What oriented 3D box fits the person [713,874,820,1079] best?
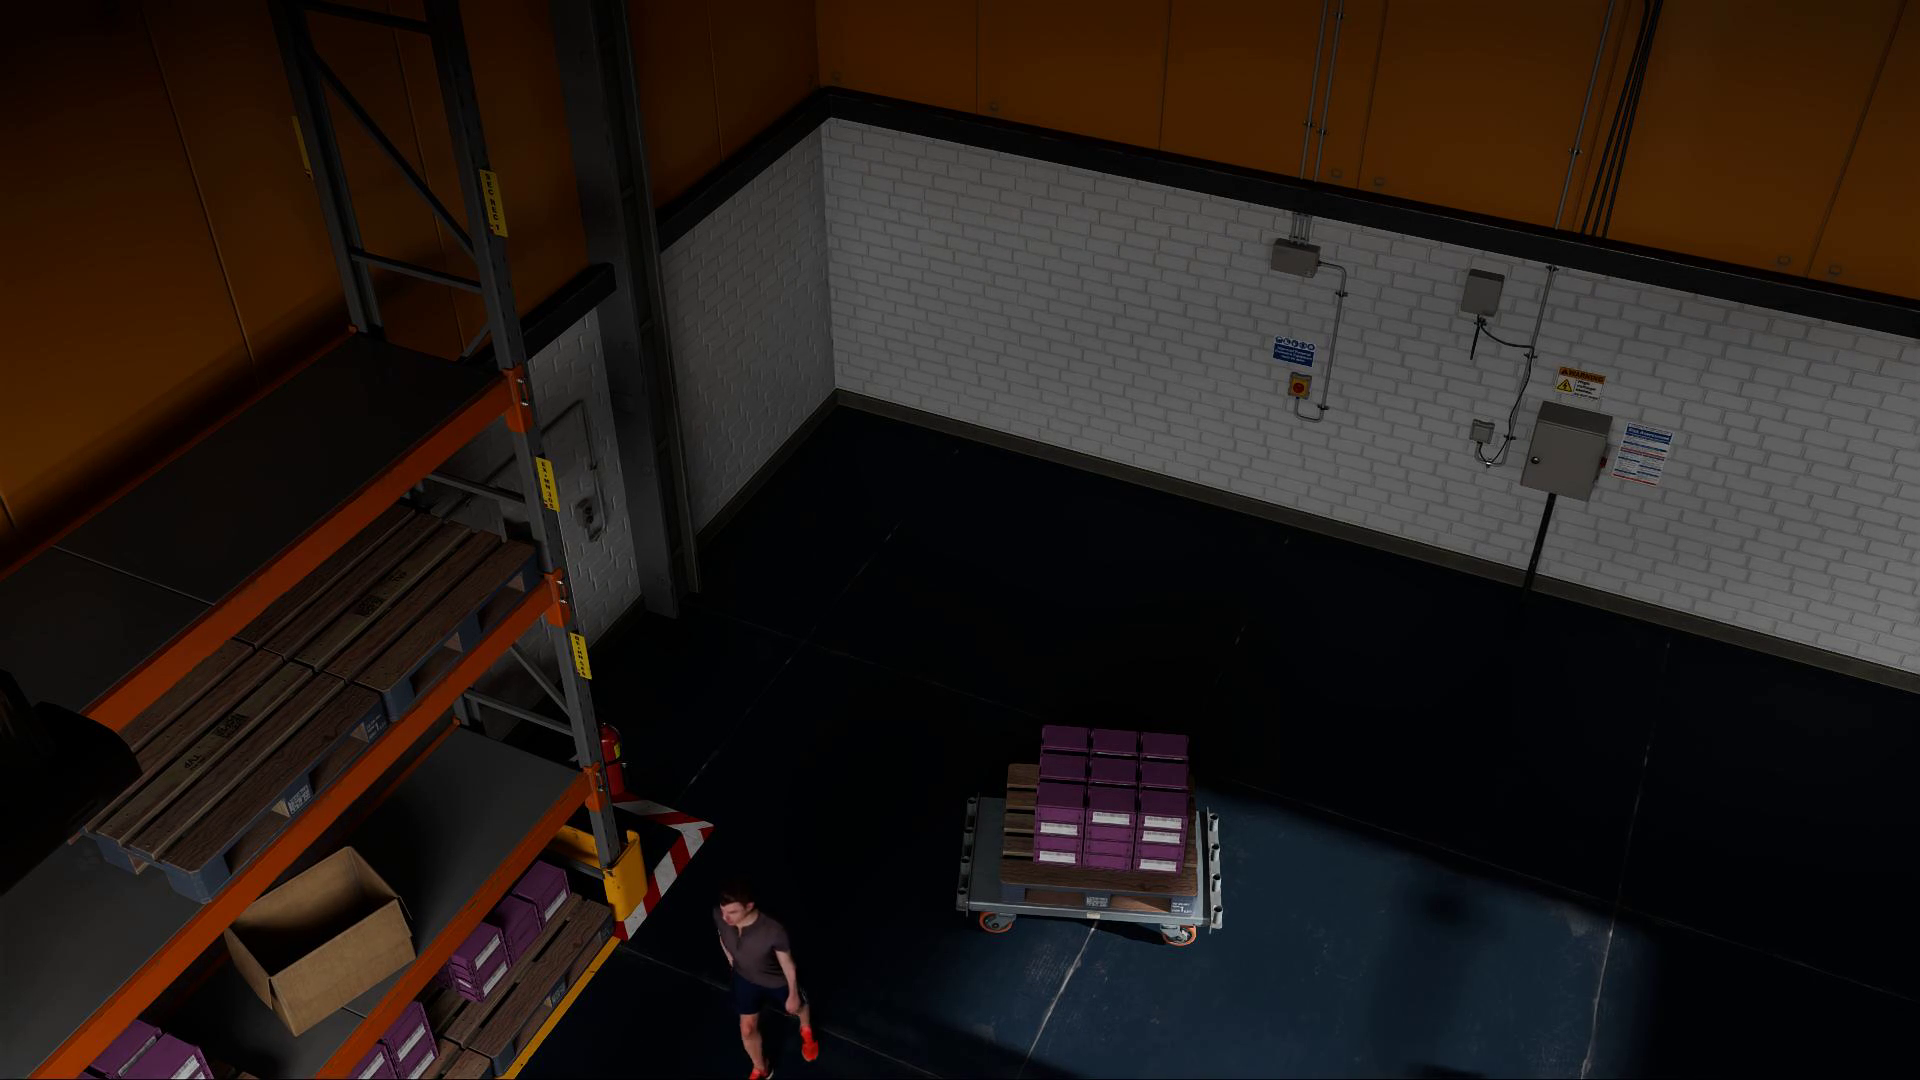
[{"bbox_3d":[-1.040,2.372,9.277,0.689,1.804,0.908,11,40,13],"label":"person"}]
